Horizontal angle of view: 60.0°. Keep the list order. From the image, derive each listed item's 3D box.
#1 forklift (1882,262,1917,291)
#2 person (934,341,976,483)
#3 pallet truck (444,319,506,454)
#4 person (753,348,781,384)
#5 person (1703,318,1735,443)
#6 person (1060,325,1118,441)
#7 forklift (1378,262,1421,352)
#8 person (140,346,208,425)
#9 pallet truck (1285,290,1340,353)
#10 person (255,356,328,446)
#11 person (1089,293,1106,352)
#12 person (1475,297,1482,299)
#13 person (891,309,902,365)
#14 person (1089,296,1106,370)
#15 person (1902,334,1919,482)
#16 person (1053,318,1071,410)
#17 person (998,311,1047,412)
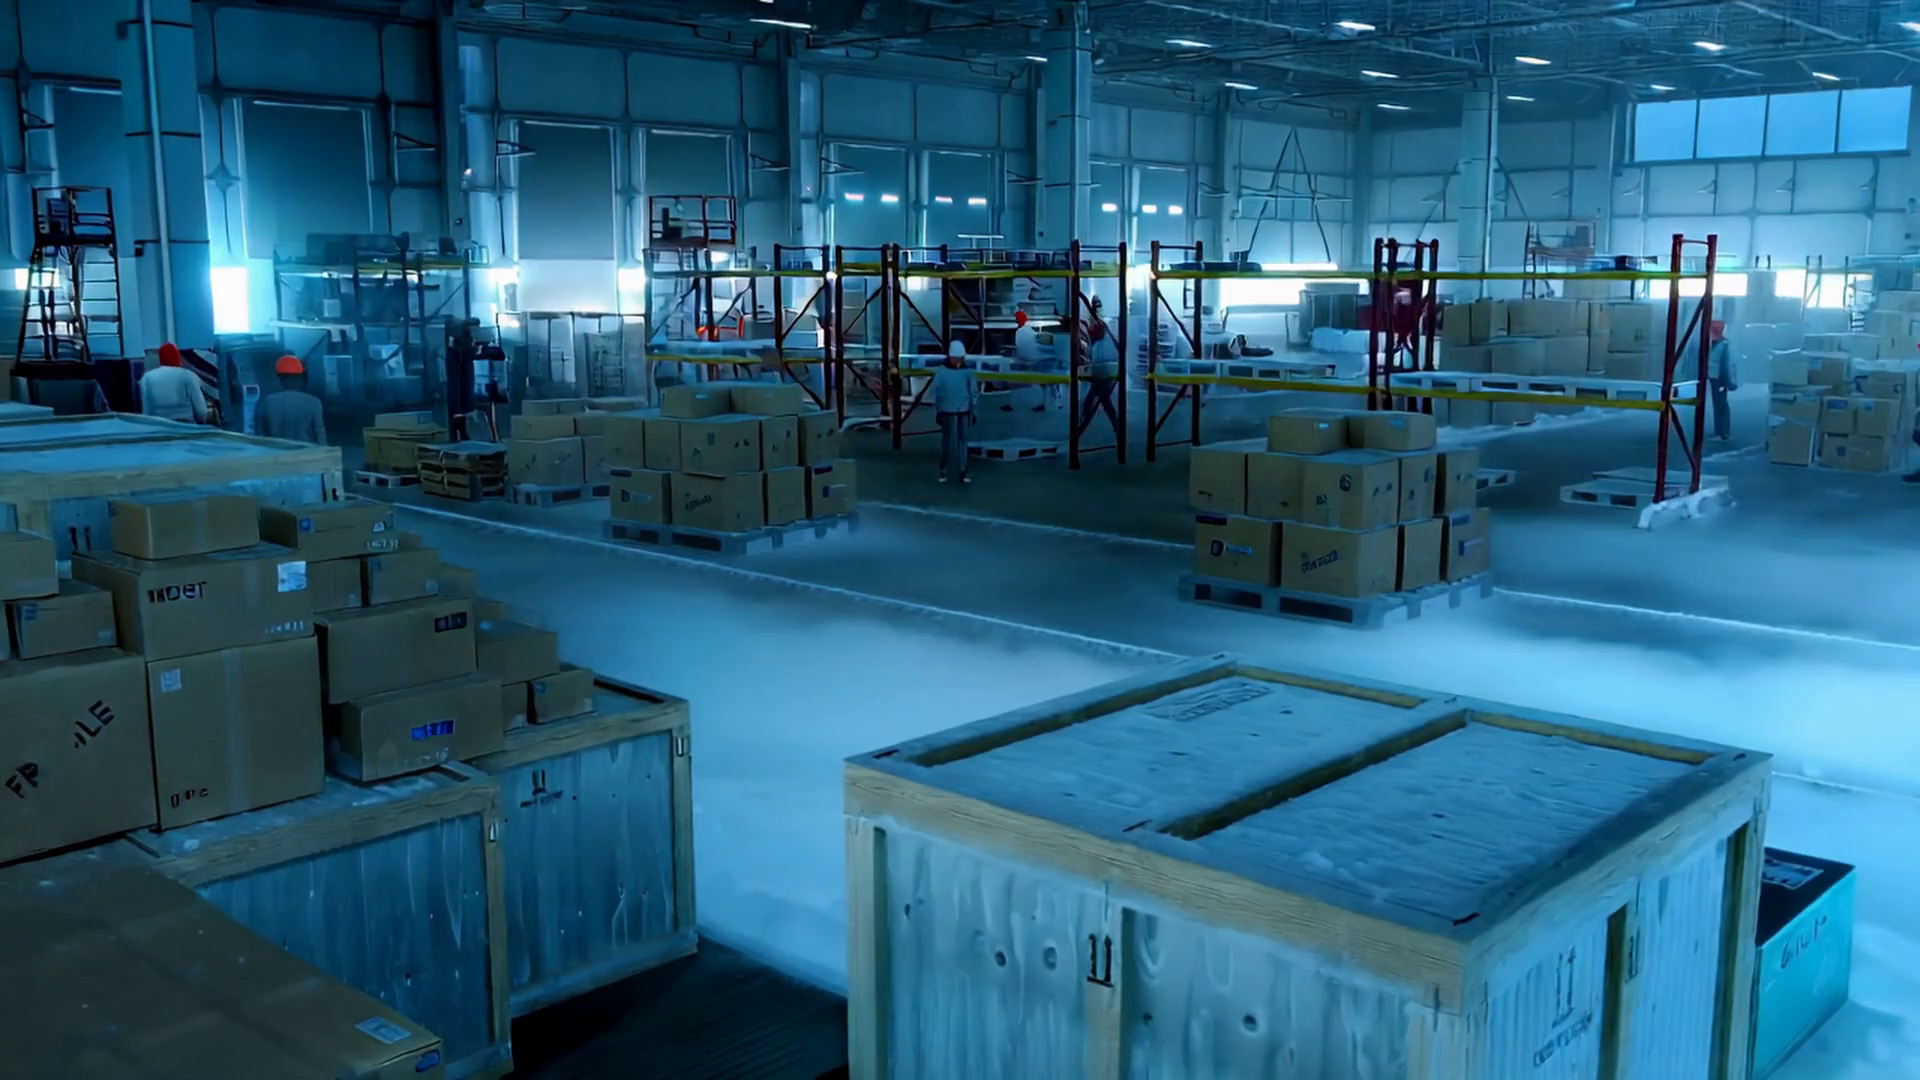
[{"bbox_3d":[23.439,-5.562,41.646,1.129,2.768,1.873,-6,11,-31],"label":"forklift"},{"bbox_3d":[-0.056,-1.589,20.687,0.525,1.772,0.304,-1,9,-5],"label":"person"},{"bbox_3d":[-6.981,-1.942,22.150,1.885,1.965,0.823,1,9,9],"label":"pallet truck"},{"bbox_3d":[-2.345,-1.519,20.506,0.375,1.684,0.549,4,10,23],"label":"person"},{"bbox_3d":[11.626,-2.432,25.451,0.405,1.910,0.592,2,9,12],"label":"person"},{"bbox_3d":[2.096,-2.425,25.753,1.005,1.788,0.514,0,9,1],"label":"person"},{"bbox_3d":[10.938,-5.515,41.356,1.129,2.768,1.873,2,10,15],"label":"forklift"},{"bbox_3d":[-8.797,-1.278,18.715,0.630,1.791,0.968,0,9,3],"label":"person"},{"bbox_3d":[11.297,-6.951,52.861,1.885,1.965,0.823,-5,11,-29],"label":"pallet truck"},{"bbox_3d":[-5.748,-0.630,14.372,0.604,1.912,0.405,0,9,-1],"label":"person"},{"bbox_3d":[4.230,-6.633,51.146,0.544,1.928,0.393,-1,9,-6],"label":"person"},{"bbox_3d":[14.621,-5.972,47.258,0.554,1.868,0.574,-6,11,-33],"label":"person"},{"bbox_3d":[-1.655,-5.229,43.436,0.312,1.632,0.520,1,9,8],"label":"person"},{"bbox_3d":[3.608,-5.423,43.672,0.377,1.940,0.628,5,11,28],"label":"person"},{"bbox_3d":[12.164,-1.671,20.741,0.627,1.915,0.574,1,9,6],"label":"person"},{"bbox_3d":[1.994,-3.322,31.414,0.484,1.737,0.321,2,9,12],"label":"person"},{"bbox_3d":[1.195,-3.313,30.959,1.019,1.866,0.638,5,11,29],"label":"person"}]
